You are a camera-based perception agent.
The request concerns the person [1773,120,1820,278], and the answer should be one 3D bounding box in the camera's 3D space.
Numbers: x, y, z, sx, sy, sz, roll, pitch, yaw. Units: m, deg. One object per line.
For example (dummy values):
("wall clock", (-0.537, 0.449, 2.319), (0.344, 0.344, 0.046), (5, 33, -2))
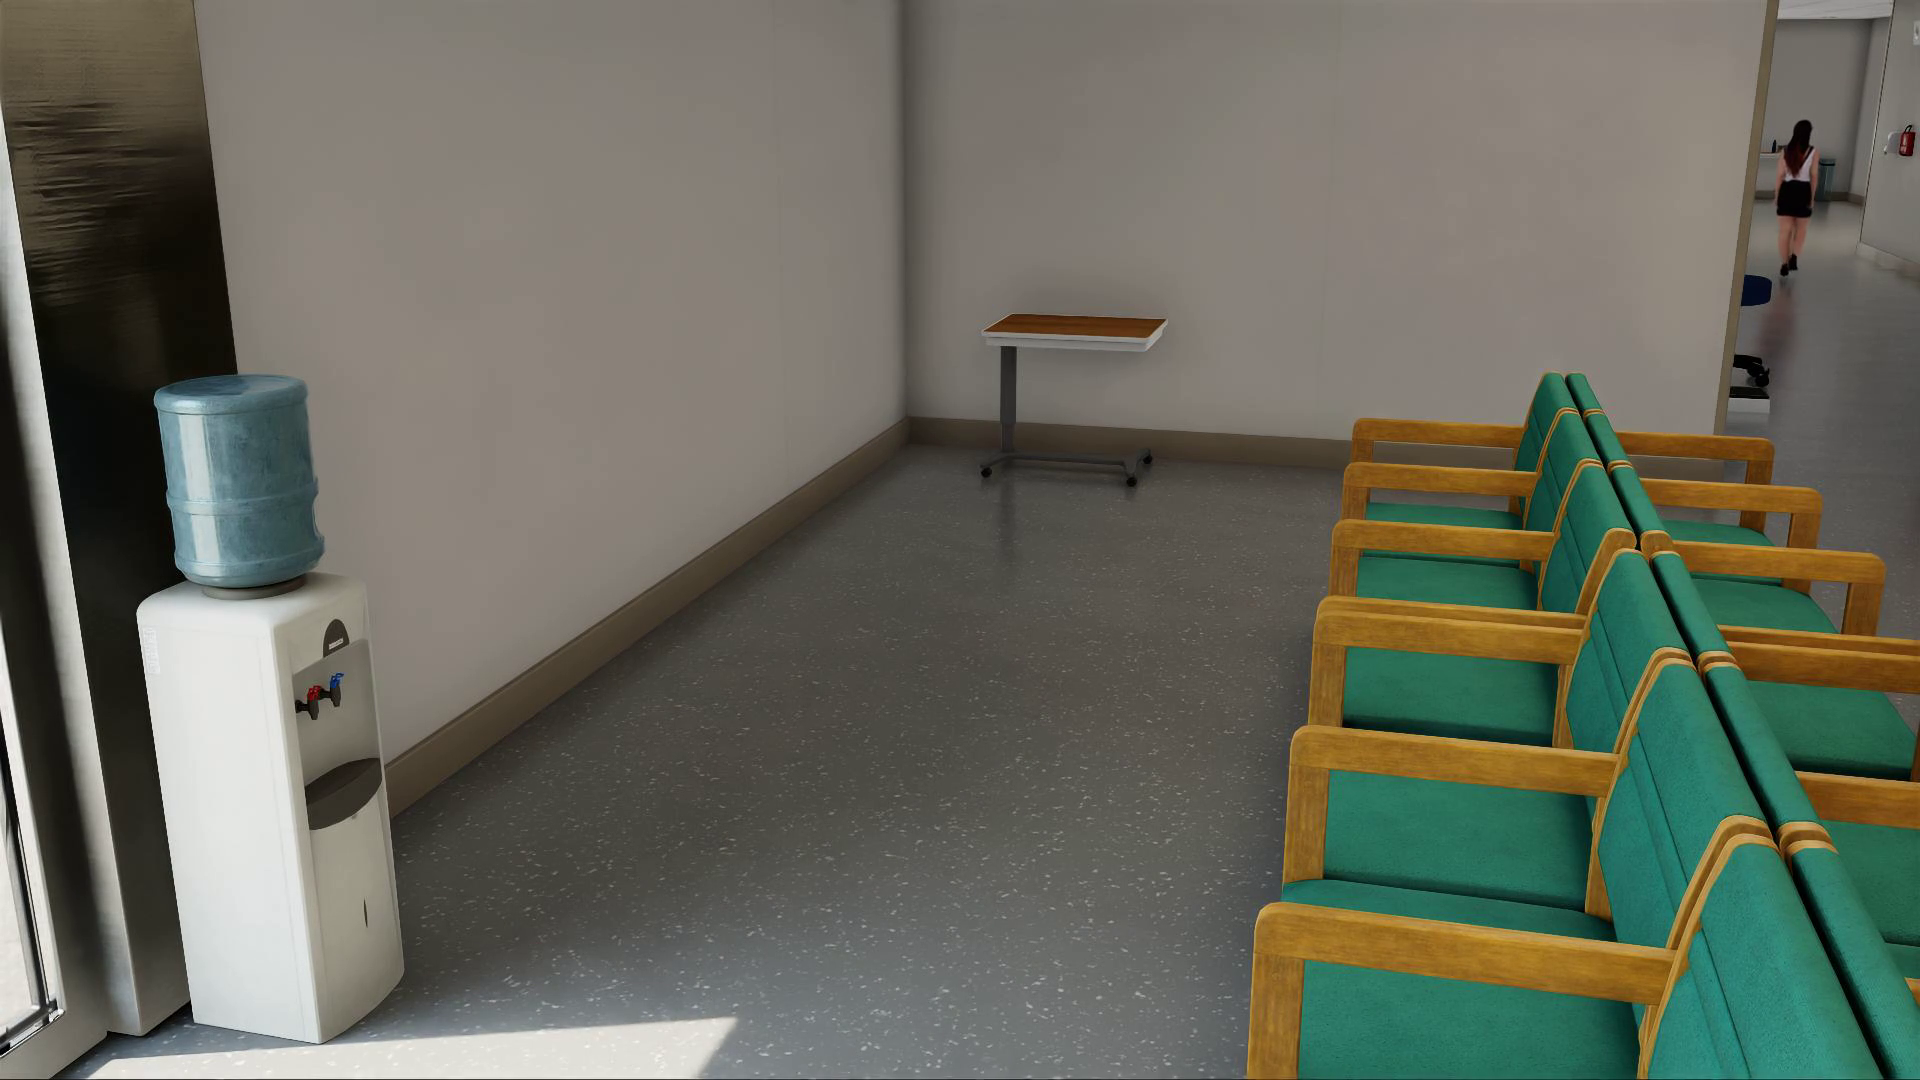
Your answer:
("person", (8.874, -3.623, 17.717), (0.547, 1.641, 0.658), (8, 18, 26))
